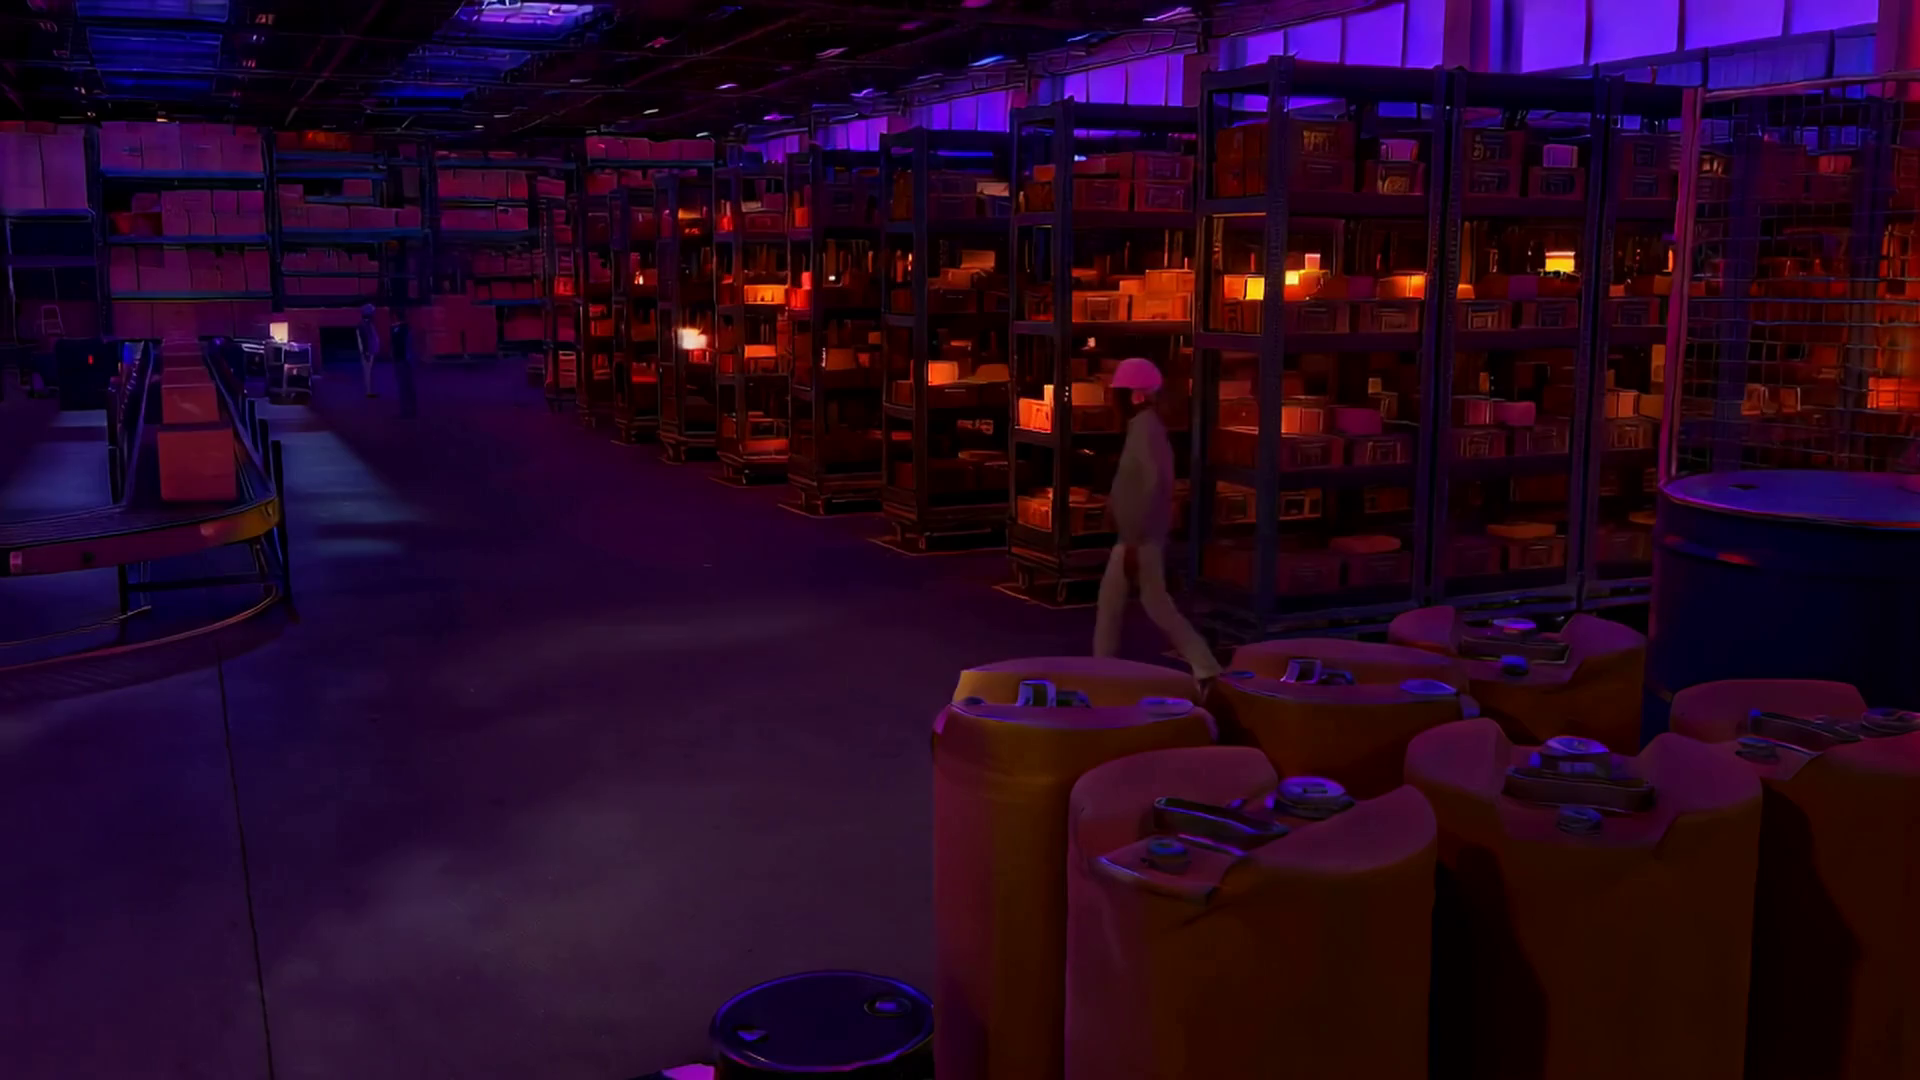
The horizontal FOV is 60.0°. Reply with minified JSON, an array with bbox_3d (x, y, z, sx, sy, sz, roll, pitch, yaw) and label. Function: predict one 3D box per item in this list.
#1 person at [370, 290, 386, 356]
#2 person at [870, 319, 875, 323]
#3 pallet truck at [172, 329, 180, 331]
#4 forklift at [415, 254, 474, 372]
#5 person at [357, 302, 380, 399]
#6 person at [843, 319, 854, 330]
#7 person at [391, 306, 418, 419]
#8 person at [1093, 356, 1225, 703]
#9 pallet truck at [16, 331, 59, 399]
[{"bbox_3d":[-16.760,-6.222,47.701,0.409,1.906,0.652,4,10,21],"label":"person"},{"bbox_3d":[-2.677,-6.661,50.983,0.594,1.714,0.846,-4,10,-23],"label":"person"},{"bbox_3d":[-17.275,-3.851,35.096,1.601,1.201,0.680,0,9,1],"label":"pallet truck"},{"bbox_3d":[-12.535,-5.490,40.151,1.129,2.768,1.873,-4,10,-25],"label":"forklift"},{"bbox_3d":[-11.272,-3.610,31.724,0.404,1.830,0.603,-3,10,-16],"label":"person"},{"bbox_3d":[-2.693,-4.635,37.854,0.639,1.911,0.406,-8,12,-39],"label":"person"},{"bbox_3d":[-9.150,-2.917,27.385,0.565,1.845,0.387,9,13,44],"label":"person"},{"bbox_3d":[1.048,-0.034,9.168,0.973,1.958,0.623,1,9,6],"label":"person"},{"bbox_3d":[-17.082,-3.353,31.781,1.630,1.274,0.653,-4,10,-25],"label":"pallet truck"}]
